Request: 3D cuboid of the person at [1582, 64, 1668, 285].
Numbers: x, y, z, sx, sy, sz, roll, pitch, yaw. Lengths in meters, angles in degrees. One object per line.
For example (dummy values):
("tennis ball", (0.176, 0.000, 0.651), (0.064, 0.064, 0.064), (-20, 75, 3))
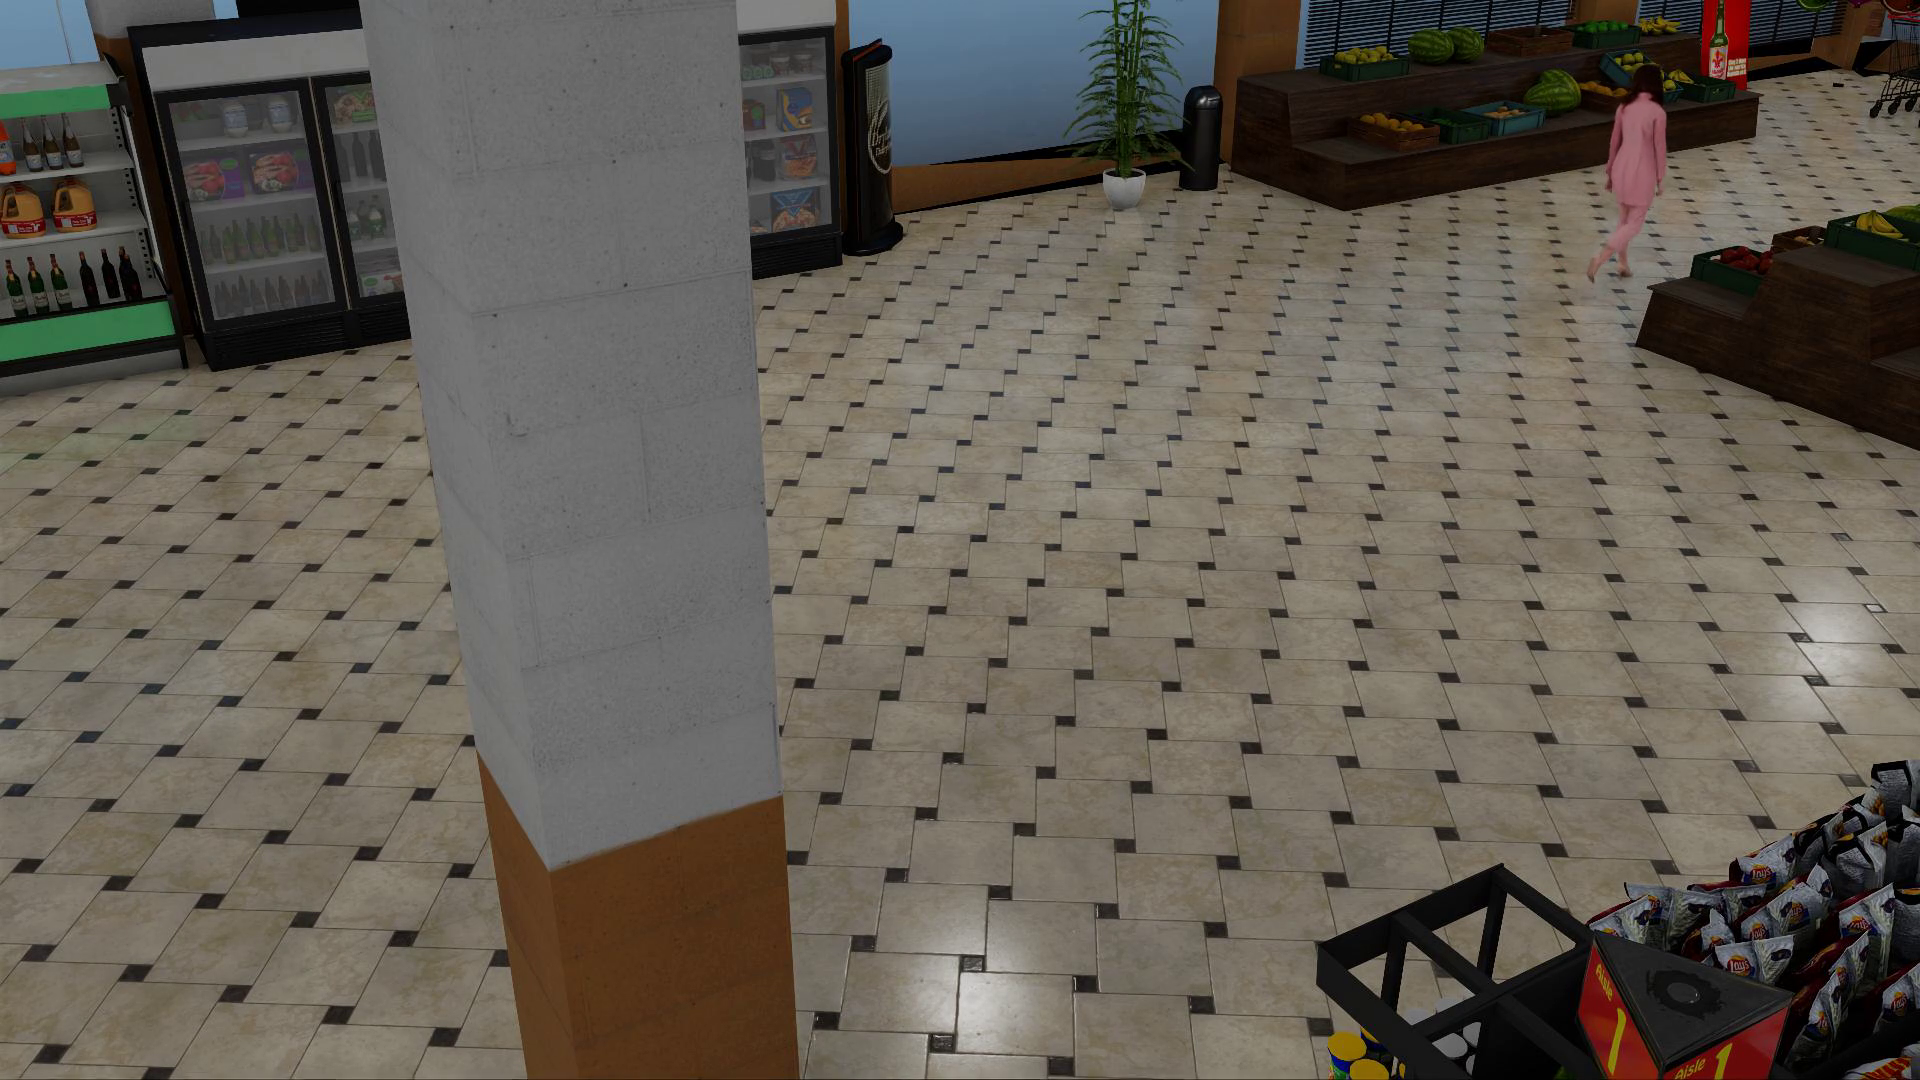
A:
("person", (5.384, -2.883, 13.388), (1.063, 1.779, 0.700), (-20, 33, -34))
